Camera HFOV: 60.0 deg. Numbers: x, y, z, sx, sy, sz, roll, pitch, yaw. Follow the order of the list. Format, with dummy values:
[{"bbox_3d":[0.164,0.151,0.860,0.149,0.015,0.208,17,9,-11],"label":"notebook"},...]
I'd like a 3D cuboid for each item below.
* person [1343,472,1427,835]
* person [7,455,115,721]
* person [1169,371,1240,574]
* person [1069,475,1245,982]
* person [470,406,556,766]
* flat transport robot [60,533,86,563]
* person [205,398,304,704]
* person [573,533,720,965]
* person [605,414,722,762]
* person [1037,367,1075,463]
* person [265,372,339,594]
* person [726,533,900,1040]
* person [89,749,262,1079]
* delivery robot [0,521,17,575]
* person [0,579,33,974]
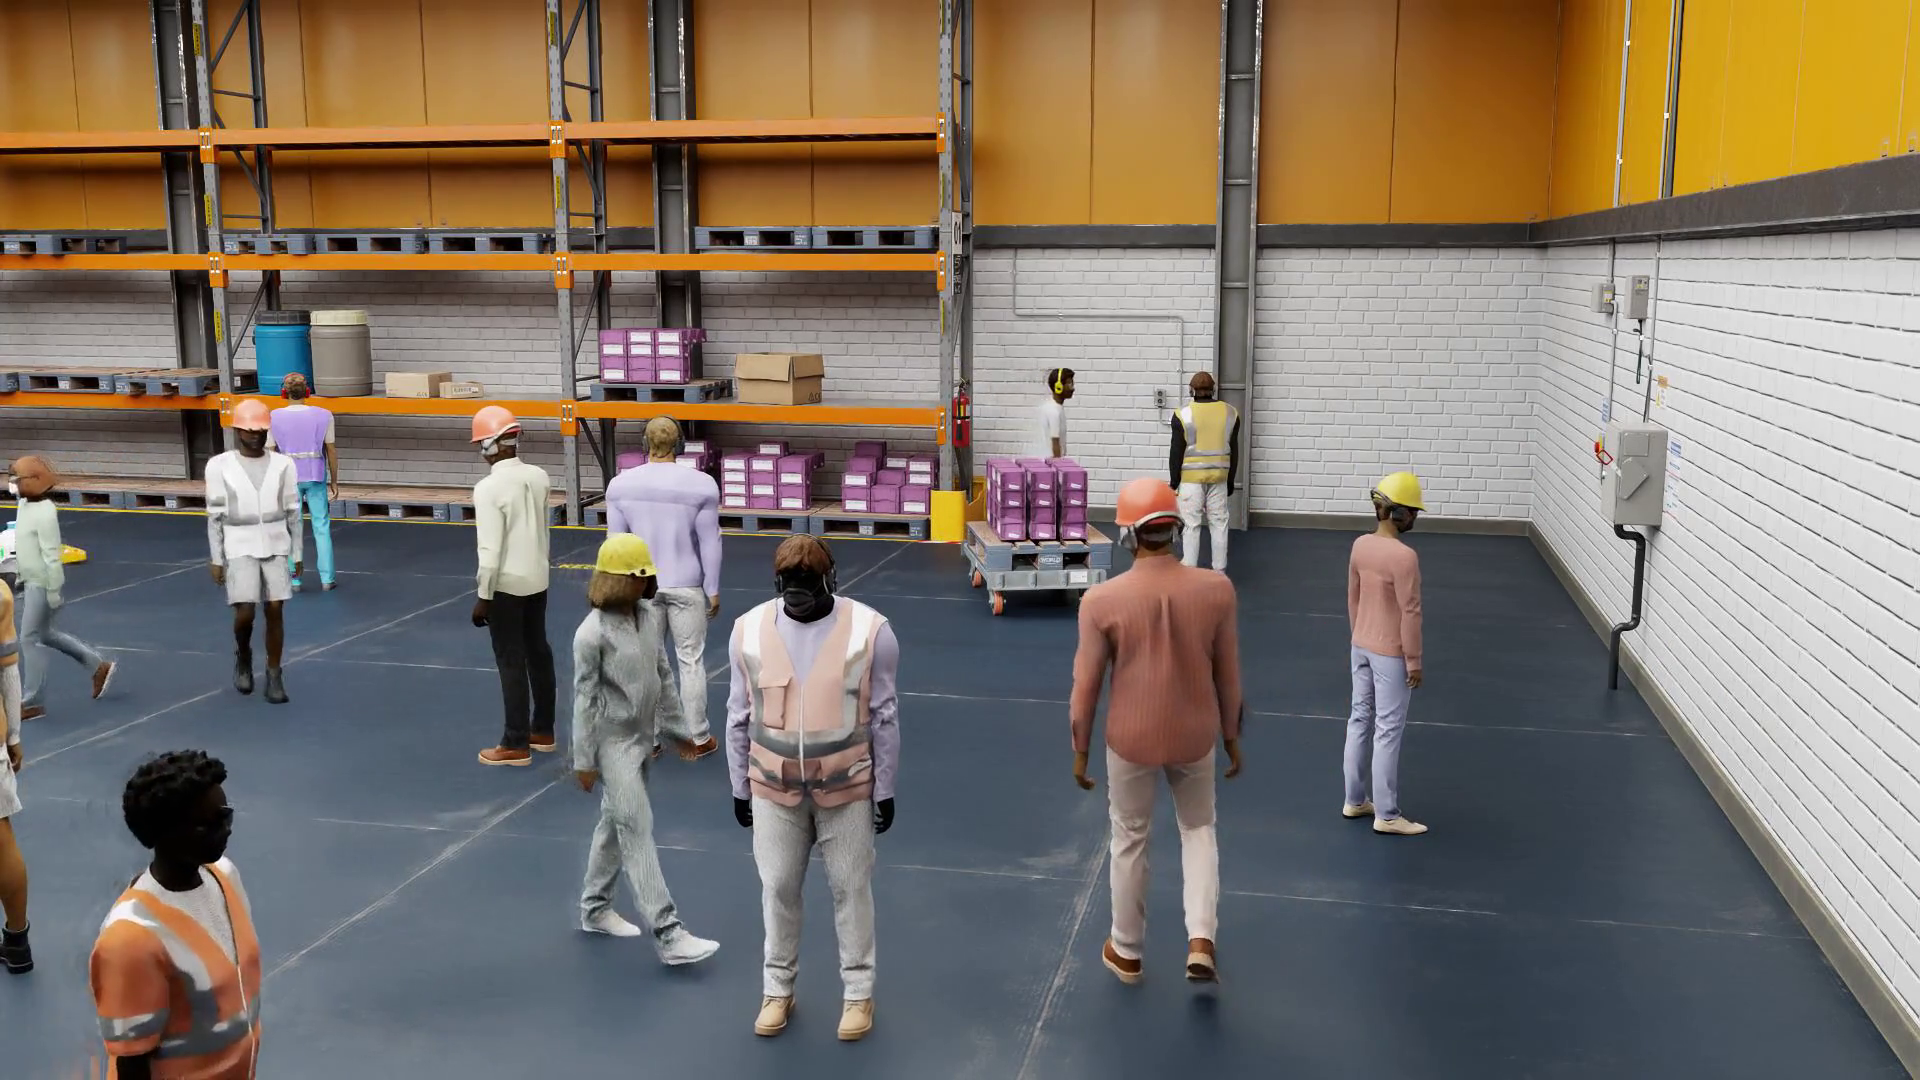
[{"bbox_3d":[2.085,0.547,8.103,0.326,1.760,0.524,-3,10,-20],"label":"person"},{"bbox_3d":[-5.570,0.272,10.136,0.674,1.613,0.525,-8,12,-38],"label":"person"},{"bbox_3d":[2.055,-0.511,14.139,0.620,1.837,0.429,-2,10,-14],"label":"person"},{"bbox_3d":[0.743,0.743,6.268,0.672,1.980,0.571,-1,10,-6],"label":"person"},{"bbox_3d":[-2.485,0.251,9.183,0.397,1.984,0.608,4,10,20],"label":"person"},{"bbox_3d":[-8.730,0.136,14.931,0.652,0.197,1.431,9,13,43],"label":"flat transport robot"},{"bbox_3d":[-4.392,0.072,10.410,0.562,1.927,0.424,-7,12,-37],"label":"person"},{"bbox_3d":[-1.271,0.817,6.640,0.669,1.723,0.507,3,10,19],"label":"person"},{"bbox_3d":[-1.626,0.276,9.205,0.629,1.929,0.376,0,10,1],"label":"person"},{"bbox_3d":[0.760,-0.621,14.815,0.887,1.837,0.525,1,10,5],"label":"person"},{"bbox_3d":[-5.476,-0.471,13.856,0.566,1.850,0.389,-5,11,-26],"label":"person"},{"bbox_3d":[-0.528,0.878,5.937,0.632,1.837,0.430,1,10,5],"label":"person"},{"bbox_3d":[-1.887,1.299,3.888,0.709,1.680,0.540,0,10,3],"label":"person"},{"bbox_3d":[-8.008,0.086,14.113,0.477,0.478,0.707,-7,12,-36],"label":"delivery robot"},{"bbox_3d":[-3.858,0.764,6.320,0.389,1.926,0.547,8,12,38],"label":"person"}]
